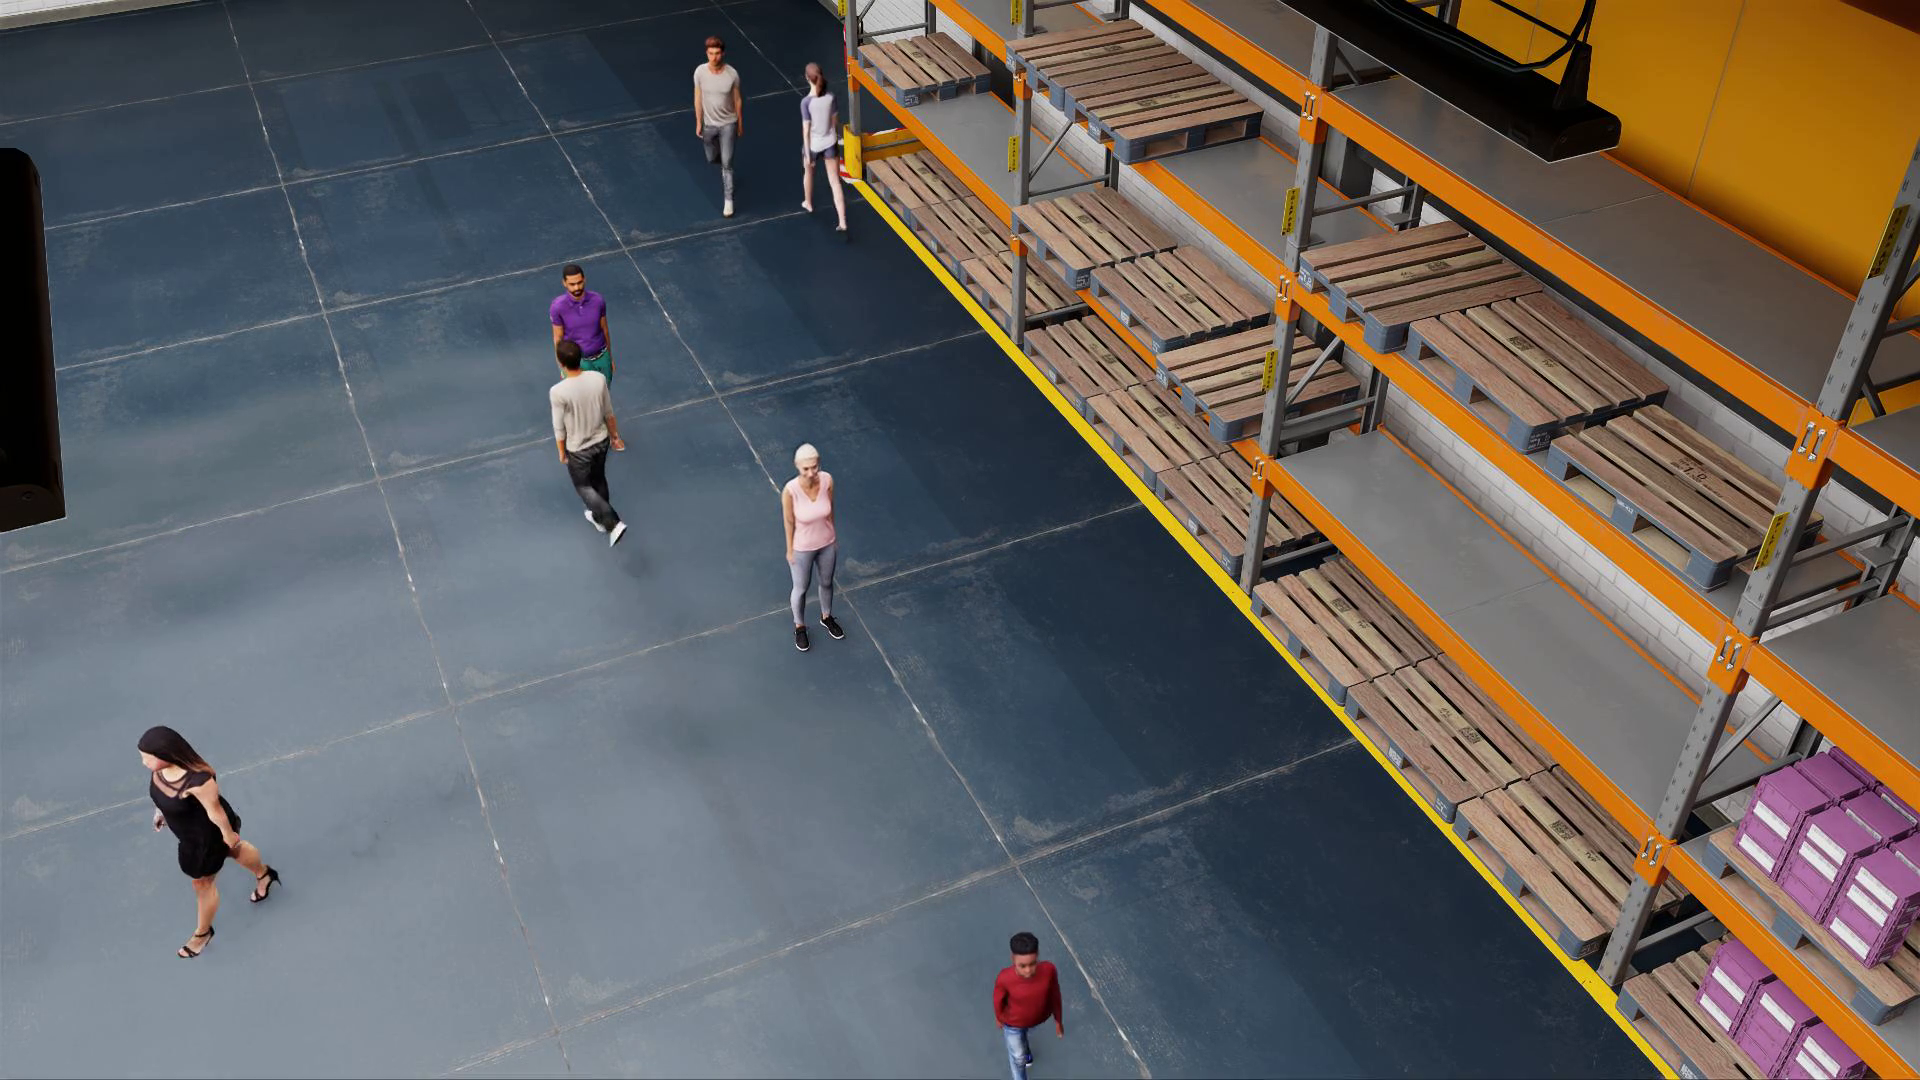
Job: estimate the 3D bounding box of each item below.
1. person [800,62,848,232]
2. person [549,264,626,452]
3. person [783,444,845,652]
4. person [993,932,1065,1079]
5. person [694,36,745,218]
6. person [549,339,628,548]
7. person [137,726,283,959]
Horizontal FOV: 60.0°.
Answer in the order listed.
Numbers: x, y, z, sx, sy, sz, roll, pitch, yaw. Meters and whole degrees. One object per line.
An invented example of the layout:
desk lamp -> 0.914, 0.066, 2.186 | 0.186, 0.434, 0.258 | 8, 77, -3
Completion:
person -> -1.374, -3.962, 16.940 | 0.632, 1.724, 1.154 | -13, 40, -16
person -> -3.108, -1.502, 13.824 | 0.621, 1.768, 0.572 | -18, 42, -21
person -> -1.062, 0.019, 11.955 | 0.551, 1.725, 0.494 | -17, 42, -20
person -> 0.347, 2.556, 9.180 | 0.592, 1.222, 0.886 | -11, 40, -13
person -> -2.497, -4.376, 17.338 | 0.980, 1.876, 1.174 | 1, 39, 2
person -> -2.835, -0.706, 12.808 | 0.819, 1.792, 1.005 | -27, 46, -29
person -> -4.421, 1.661, 9.931 | 0.933, 1.684, 0.997 | -32, 48, -33
